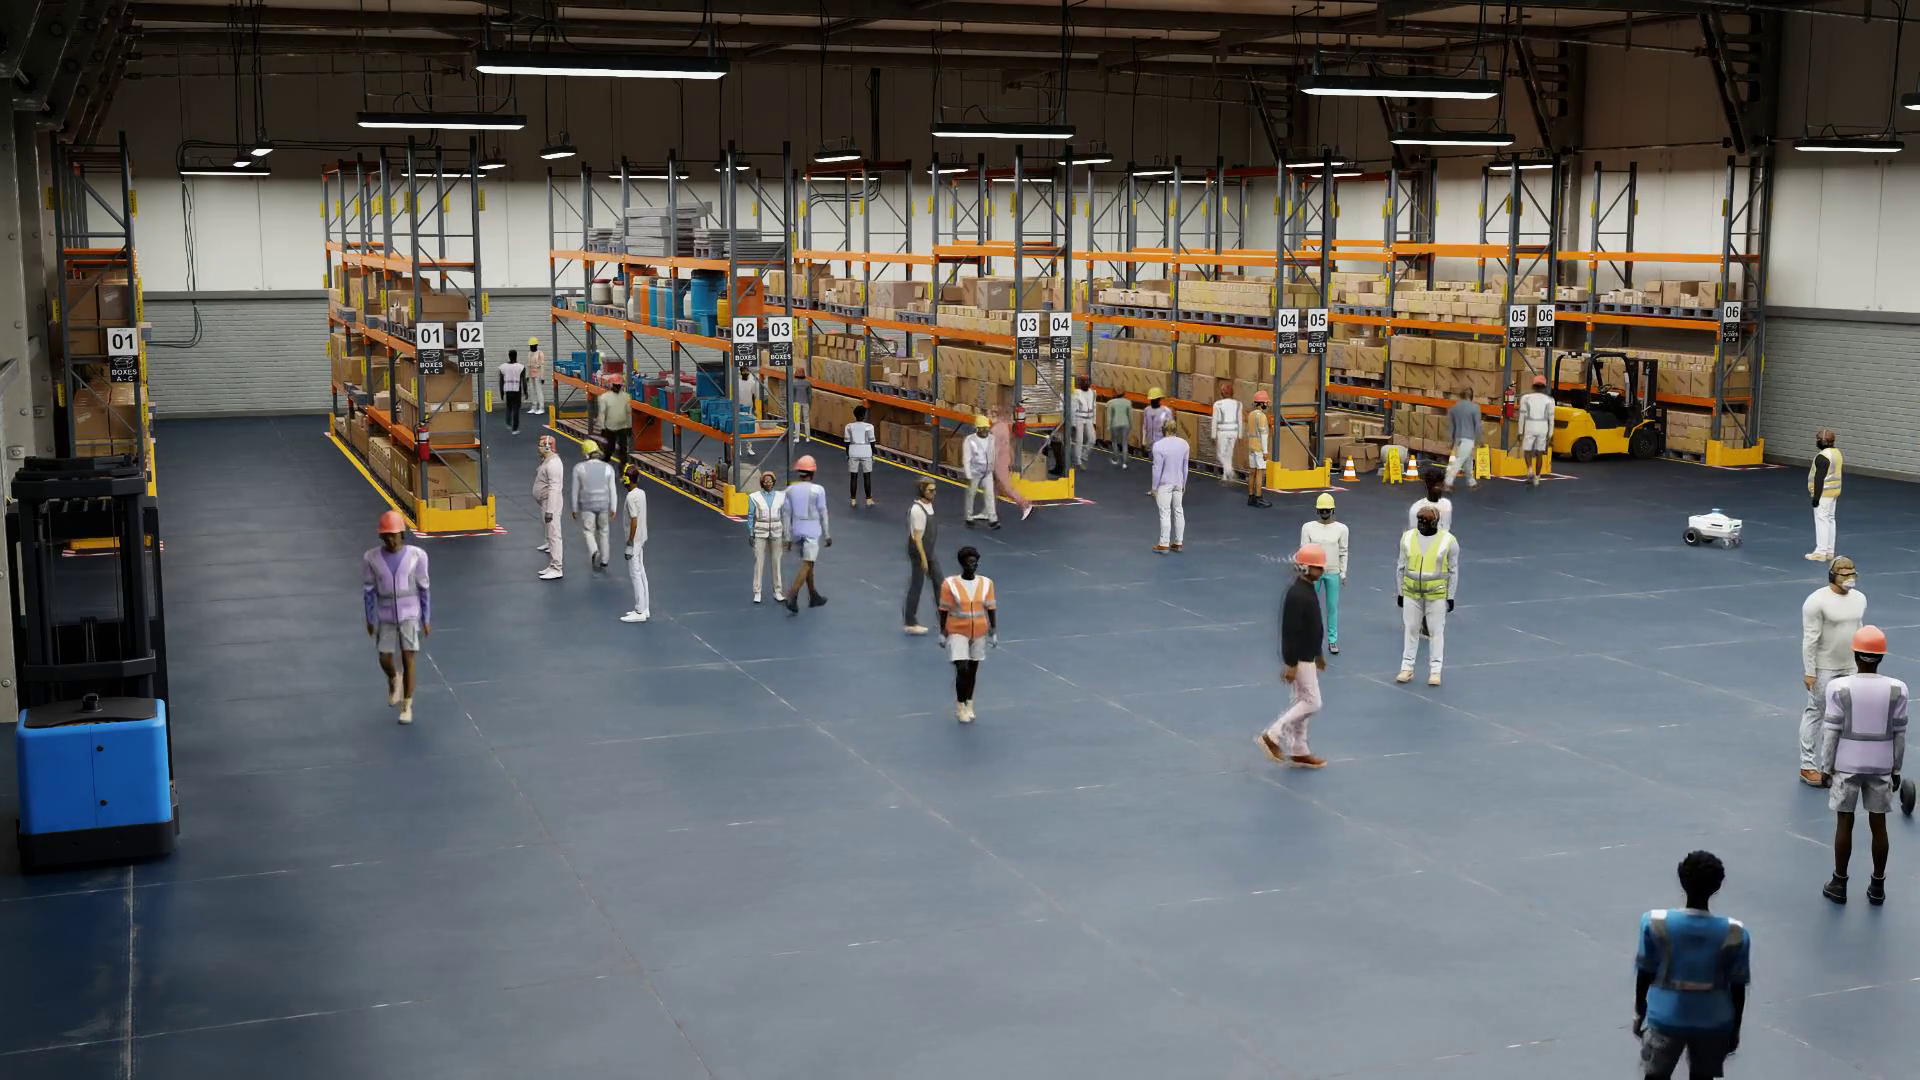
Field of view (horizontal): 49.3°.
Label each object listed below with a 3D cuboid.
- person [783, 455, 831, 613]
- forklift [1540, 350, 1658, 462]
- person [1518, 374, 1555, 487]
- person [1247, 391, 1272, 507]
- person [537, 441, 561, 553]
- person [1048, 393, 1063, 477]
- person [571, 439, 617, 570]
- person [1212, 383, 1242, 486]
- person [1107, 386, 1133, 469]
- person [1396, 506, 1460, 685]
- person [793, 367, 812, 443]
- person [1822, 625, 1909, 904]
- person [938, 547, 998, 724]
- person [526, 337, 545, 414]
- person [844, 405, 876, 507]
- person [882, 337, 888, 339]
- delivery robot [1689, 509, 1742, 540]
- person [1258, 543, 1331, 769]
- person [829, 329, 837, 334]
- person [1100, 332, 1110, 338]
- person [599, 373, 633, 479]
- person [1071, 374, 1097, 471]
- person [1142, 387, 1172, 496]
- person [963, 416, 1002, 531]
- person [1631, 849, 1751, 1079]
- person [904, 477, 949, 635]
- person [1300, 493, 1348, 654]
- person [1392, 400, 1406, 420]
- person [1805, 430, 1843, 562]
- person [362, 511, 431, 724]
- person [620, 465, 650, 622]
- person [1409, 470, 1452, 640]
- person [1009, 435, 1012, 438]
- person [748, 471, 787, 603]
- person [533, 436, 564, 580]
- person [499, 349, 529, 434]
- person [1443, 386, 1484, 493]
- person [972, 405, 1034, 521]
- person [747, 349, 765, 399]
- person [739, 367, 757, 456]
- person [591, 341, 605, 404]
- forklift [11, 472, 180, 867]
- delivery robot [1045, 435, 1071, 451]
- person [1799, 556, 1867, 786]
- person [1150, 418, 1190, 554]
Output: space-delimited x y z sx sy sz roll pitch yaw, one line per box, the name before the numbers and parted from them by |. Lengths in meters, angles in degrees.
person | -1.916 -0.081 25.536 0.539 1.907 0.948 5 10 32
forklift | 12.897 -2.725 42.309 2.313 2.155 1.214 -3 9 -21
person | 10.378 -1.970 37.698 0.632 2.024 0.423 2 9 13
person | 5.016 -1.529 35.048 0.358 1.938 0.542 -3 9 -19
person | -5.911 -0.644 30.141 0.307 1.637 0.512 -5 10 -31
person | 1.810 -2.137 39.310 0.402 1.892 0.734 -2 9 -10
person | -4.928 -0.460 28.324 0.618 1.815 0.628 -4 9 -26
person | 4.823 -1.880 37.616 0.585 1.871 0.642 -3 9 -17
person | 3.089 -2.205 40.683 0.541 1.583 0.858 -1 9 -7
person | 4.773 0.559 21.456 0.624 1.841 0.430 5 10 28
person | -3.449 -2.926 45.361 0.498 1.634 0.278 -2 9 -16
person | 6.250 1.550 14.514 0.542 1.938 0.357 2 9 10
person | 0.106 0.899 19.682 0.557 1.674 0.593 -3 9 -21
person | -10.610 -4.101 52.257 0.591 1.919 0.389 8 11 42
person | -1.666 -1.402 35.012 0.533 1.692 0.319 1 9 9
person | -1.953 -4.128 52.478 0.563 1.896 0.891 8 12 42
delivery robot | 11.072 -0.215 30.702 0.477 0.478 0.707 -7 11 -40
person | 2.938 1.000 18.079 0.508 1.972 0.614 2 9 15
person | -3.307 -4.484 54.552 0.611 1.995 0.375 7 11 40
person | 3.783 -4.438 54.399 0.405 1.946 0.609 -4 10 -27
person | -6.399 -2.116 38.855 0.623 1.978 0.639 -5 10 -28
person | 2.381 -2.252 40.115 0.612 1.860 0.445 -5 10 -30
person | 3.507 -1.743 36.666 0.591 1.887 0.747 8 11 41
person | 0.323 -1.036 32.285 0.603 1.773 0.944 -5 10 -29
person | 3.535 2.338 10.114 0.541 1.678 0.526 2 9 11
person | -0.281 0.188 23.998 0.793 1.818 0.552 3 9 19
person | 3.992 0.363 23.001 0.525 1.769 0.308 1 9 8
person | 10.124 -3.423 48.357 0.483 1.737 0.320 8 11 42
person | 12.145 -0.632 29.438 0.432 1.836 0.630 7 11 40
person | -5.326 0.706 19.870 0.618 2.029 0.611 -1 9 -7
person | -3.879 0.032 24.881 0.313 1.863 0.532 1 9 6
person | 5.335 0.151 23.799 0.626 1.945 0.502 -6 10 -33
person | 0.868 -3.196 46.276 0.641 1.905 0.410 3 9 19
person | -2.398 -0.045 26.141 0.514 1.641 0.307 -3 9 -17
person | -5.474 -0.440 27.888 0.408 1.909 0.638 -2 9 -11
person | -10.064 -3.350 47.289 0.608 1.899 0.502 1 9 7
person | 8.854 -1.777 36.895 1.035 1.892 0.626 -5 10 -28
person | 0.693 -1.221 33.273 0.962 1.865 0.652 1 9 8
person | -5.258 -4.234 53.419 0.548 1.837 0.928 0 9 3
person | -4.400 -2.659 42.802 0.510 1.872 0.328 -4 9 -25
person | -9.415 -4.288 53.963 0.606 1.783 0.908 -1 9 -4
forklift | -6.630 0.886 15.957 1.129 2.768 1.873 -3 9 -21
delivery robot | 2.005 -2.013 42.690 0.477 0.478 0.707 -3 9 -18
person | 7.348 1.085 17.615 0.629 1.939 0.372 -4 9 -23
person | 3.001 -0.784 30.077 0.628 1.940 0.373 -5 10 -32
